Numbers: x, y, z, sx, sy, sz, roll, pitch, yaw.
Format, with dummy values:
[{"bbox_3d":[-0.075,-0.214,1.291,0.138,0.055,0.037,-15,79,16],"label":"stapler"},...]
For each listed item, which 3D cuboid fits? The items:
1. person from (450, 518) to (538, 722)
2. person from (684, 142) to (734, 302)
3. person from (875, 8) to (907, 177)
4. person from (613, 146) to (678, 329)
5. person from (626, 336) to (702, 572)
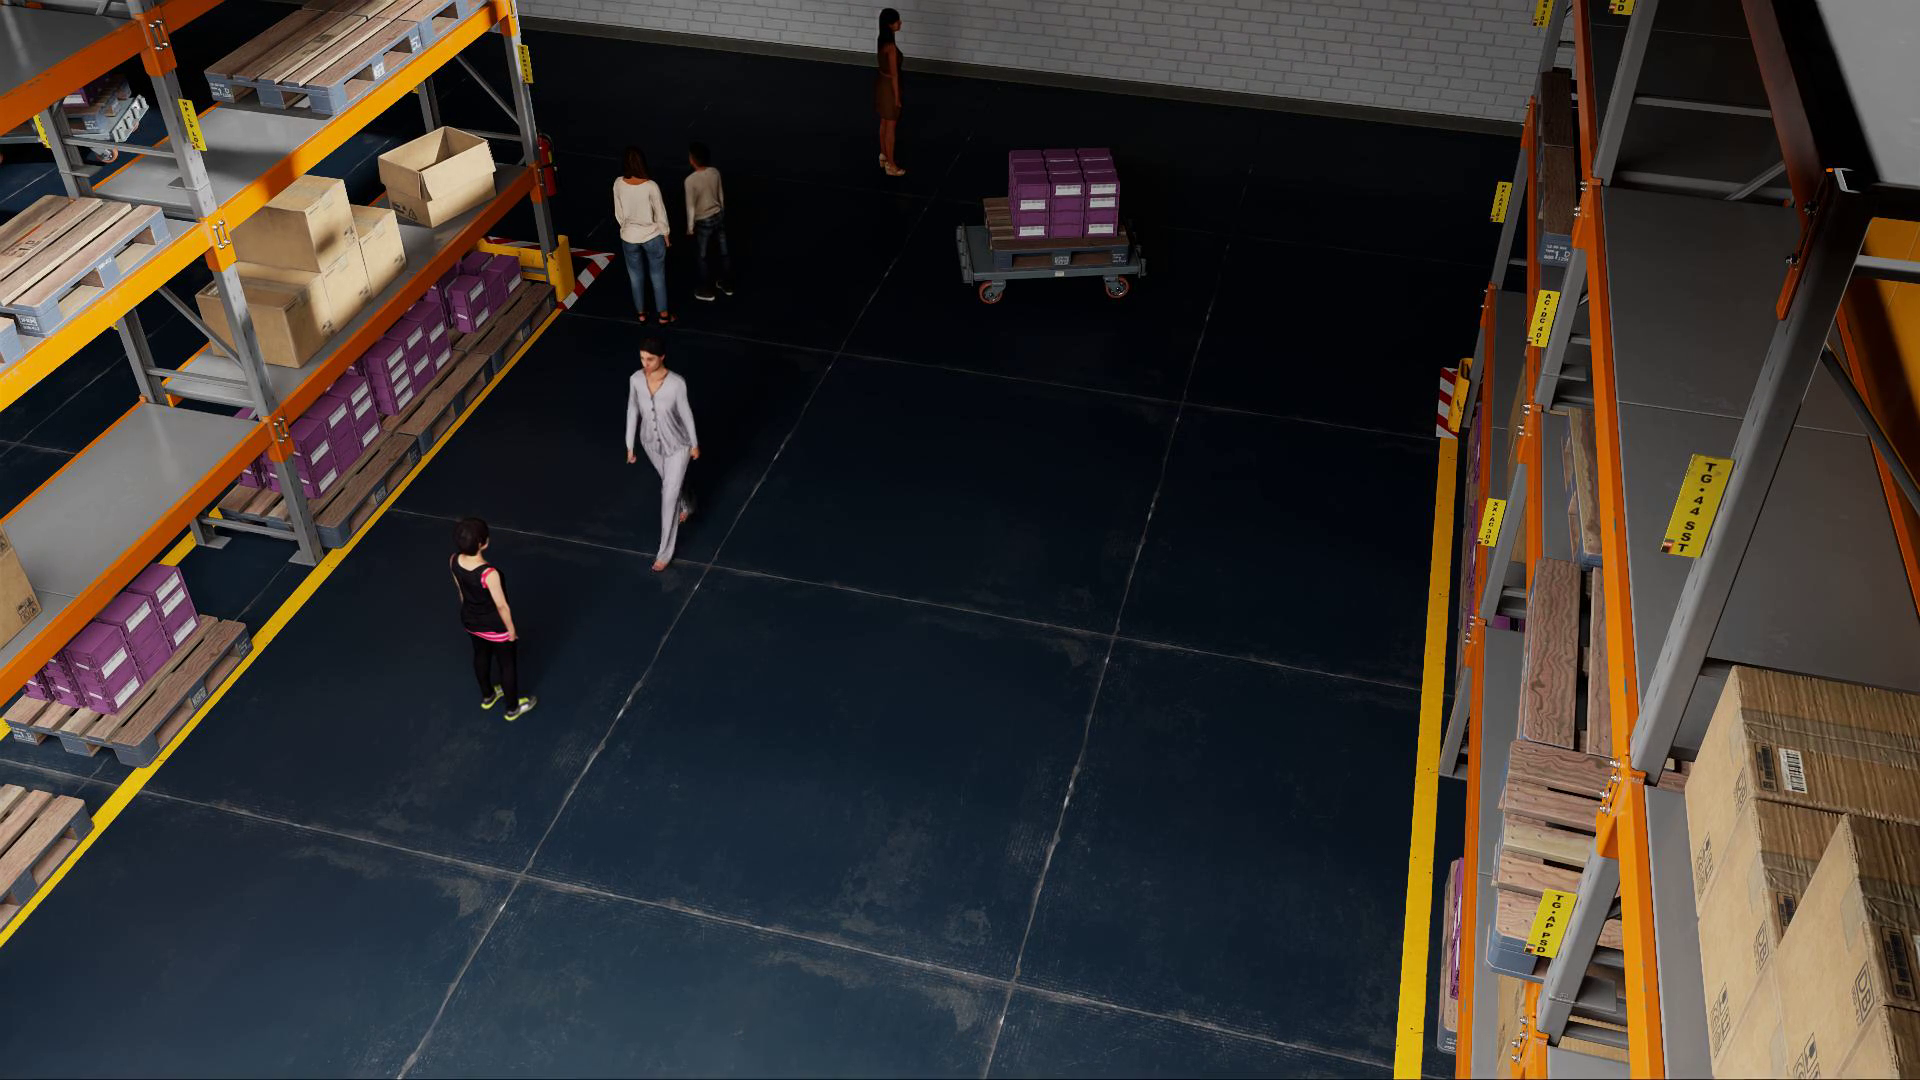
[{"bbox_3d":[-2.998,0.496,10.511,0.594,1.549,0.579,19,42,23],"label":"person"},{"bbox_3d":[-2.223,-2.812,14.728,0.685,1.456,0.584,31,48,33],"label":"person"},{"bbox_3d":[-0.699,-4.489,16.641,0.697,1.689,0.594,-10,40,-12],"label":"person"},{"bbox_3d":[-2.719,-2.597,14.277,0.616,1.682,0.521,9,39,11],"label":"person"},{"bbox_3d":[-2.074,-0.724,11.902,0.616,1.719,1.074,10,40,12],"label":"person"}]
